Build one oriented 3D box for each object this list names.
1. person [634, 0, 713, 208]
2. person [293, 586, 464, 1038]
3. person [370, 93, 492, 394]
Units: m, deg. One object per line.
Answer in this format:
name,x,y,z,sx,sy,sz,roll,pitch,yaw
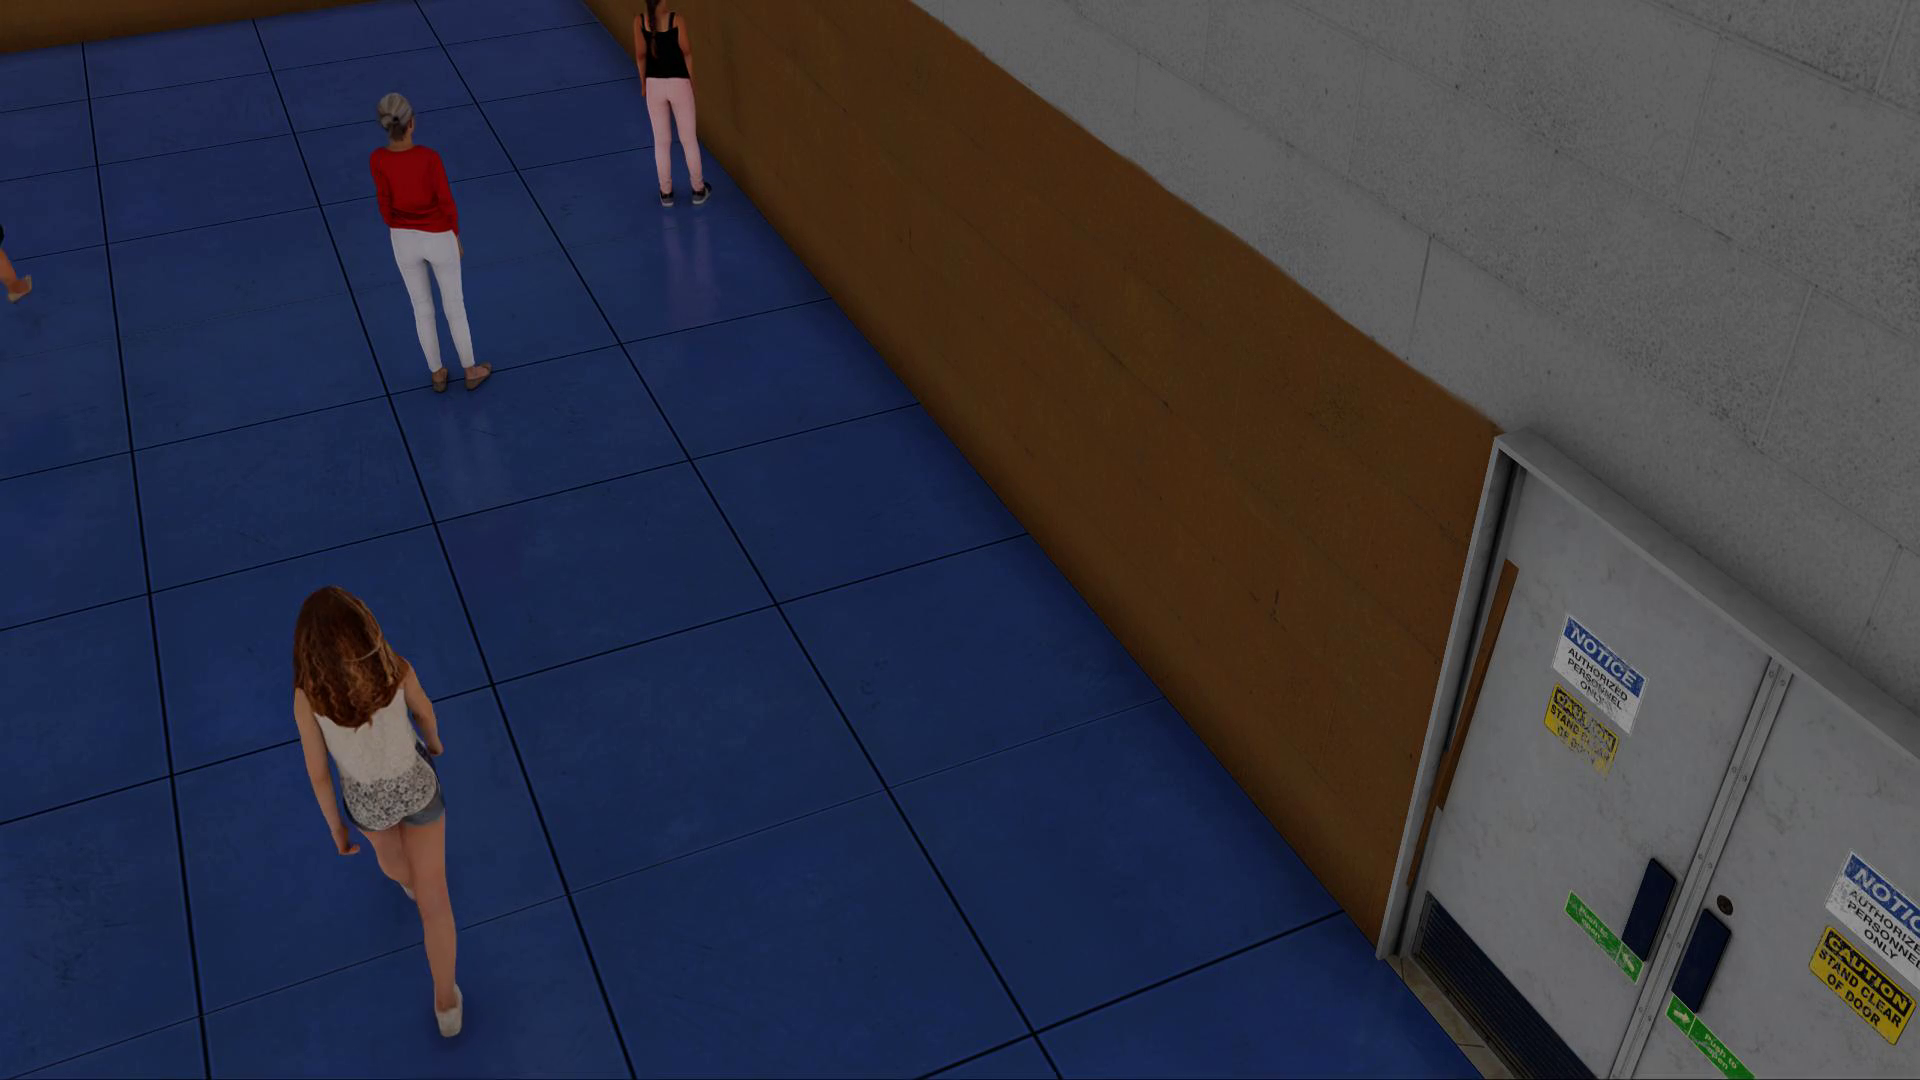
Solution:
person,-1.894,-2.934,10.826,0.582,1.565,0.682,0,37,1
person,-1.857,0.948,5.530,1.077,1.715,0.675,-13,39,-17
person,-2.859,-1.567,8.895,0.575,1.697,0.679,-1,37,-1
